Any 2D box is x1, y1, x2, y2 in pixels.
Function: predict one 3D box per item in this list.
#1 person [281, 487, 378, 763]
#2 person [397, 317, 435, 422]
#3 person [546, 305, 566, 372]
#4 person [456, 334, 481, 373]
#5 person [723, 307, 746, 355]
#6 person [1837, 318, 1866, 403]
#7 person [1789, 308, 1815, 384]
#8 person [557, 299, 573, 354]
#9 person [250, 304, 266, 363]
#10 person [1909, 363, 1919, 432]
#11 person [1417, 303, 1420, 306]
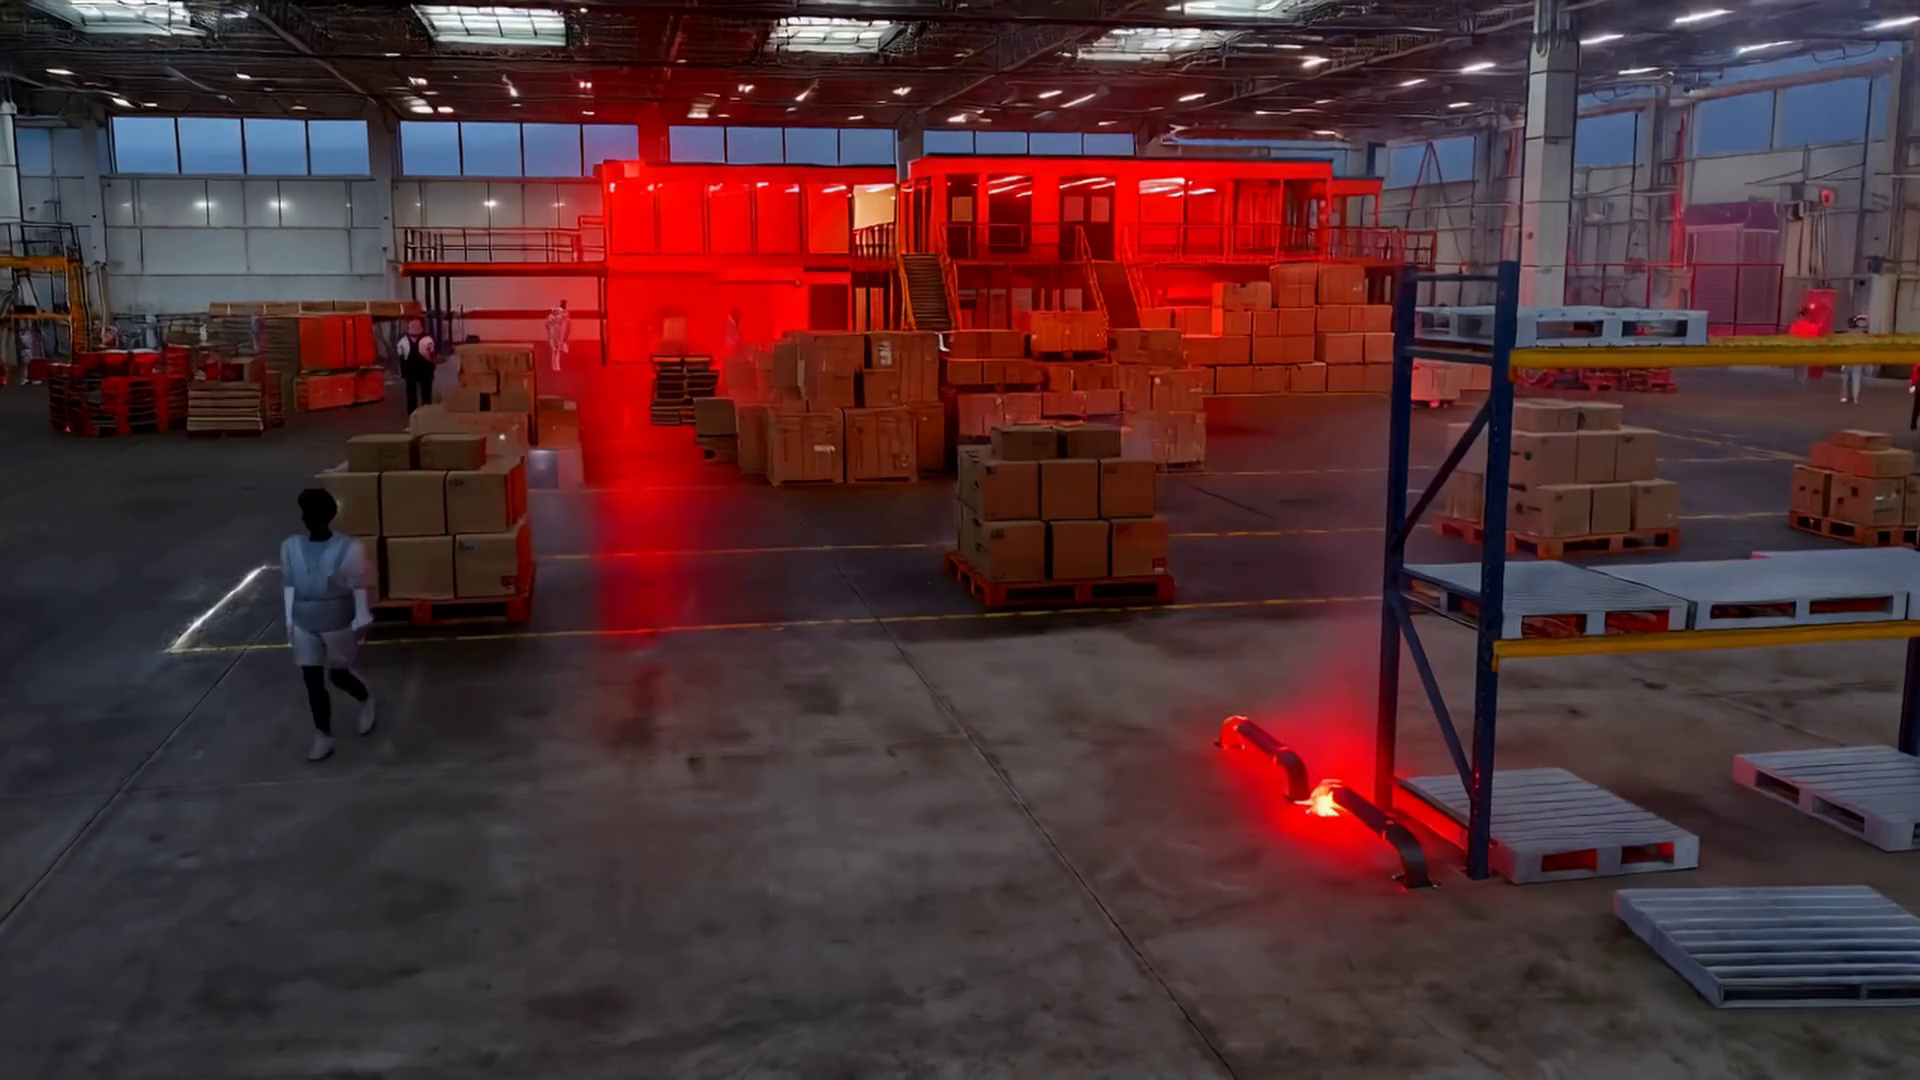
[{"bbox_3d":[-3.877,0.499,10.227,0.540,1.683,0.493,2,9,9],"label":"person"},{"bbox_3d":[-10.558,-3.312,32.366,0.674,2.000,0.535,-2,10,-12],"label":"person"},{"bbox_3d":[-11.708,-5.836,48.136,0.542,1.920,0.782,-4,10,-22],"label":"person"},{"bbox_3d":[-8.086,-2.485,27.796,0.653,1.882,1.007,2,10,12],"label":"person"},{"bbox_3d":[-5.532,-4.780,41.423,0.970,1.997,0.632,6,11,31],"label":"person"},{"bbox_3d":[19.650,-3.940,36.628,0.592,1.903,0.779,3,10,16],"label":"person"},{"bbox_3d":[21.633,-4.983,42.781,0.620,1.969,0.469,4,10,22],"label":"person"},{"bbox_3d":[-13.757,-7.400,57.726,0.575,1.898,0.792,7,12,37],"label":"person"},{"bbox_3d":[-21.859,-6.409,51.758,0.416,1.867,0.620,-8,12,-41],"label":"person"},{"bbox_3d":[17.681,-2.877,30.324,0.624,1.844,0.430,5,11,29],"label":"person"},{"bbox_3d":[17.809,-8.681,65.397,0.402,1.940,0.602,9,13,44],"label":"person"}]
